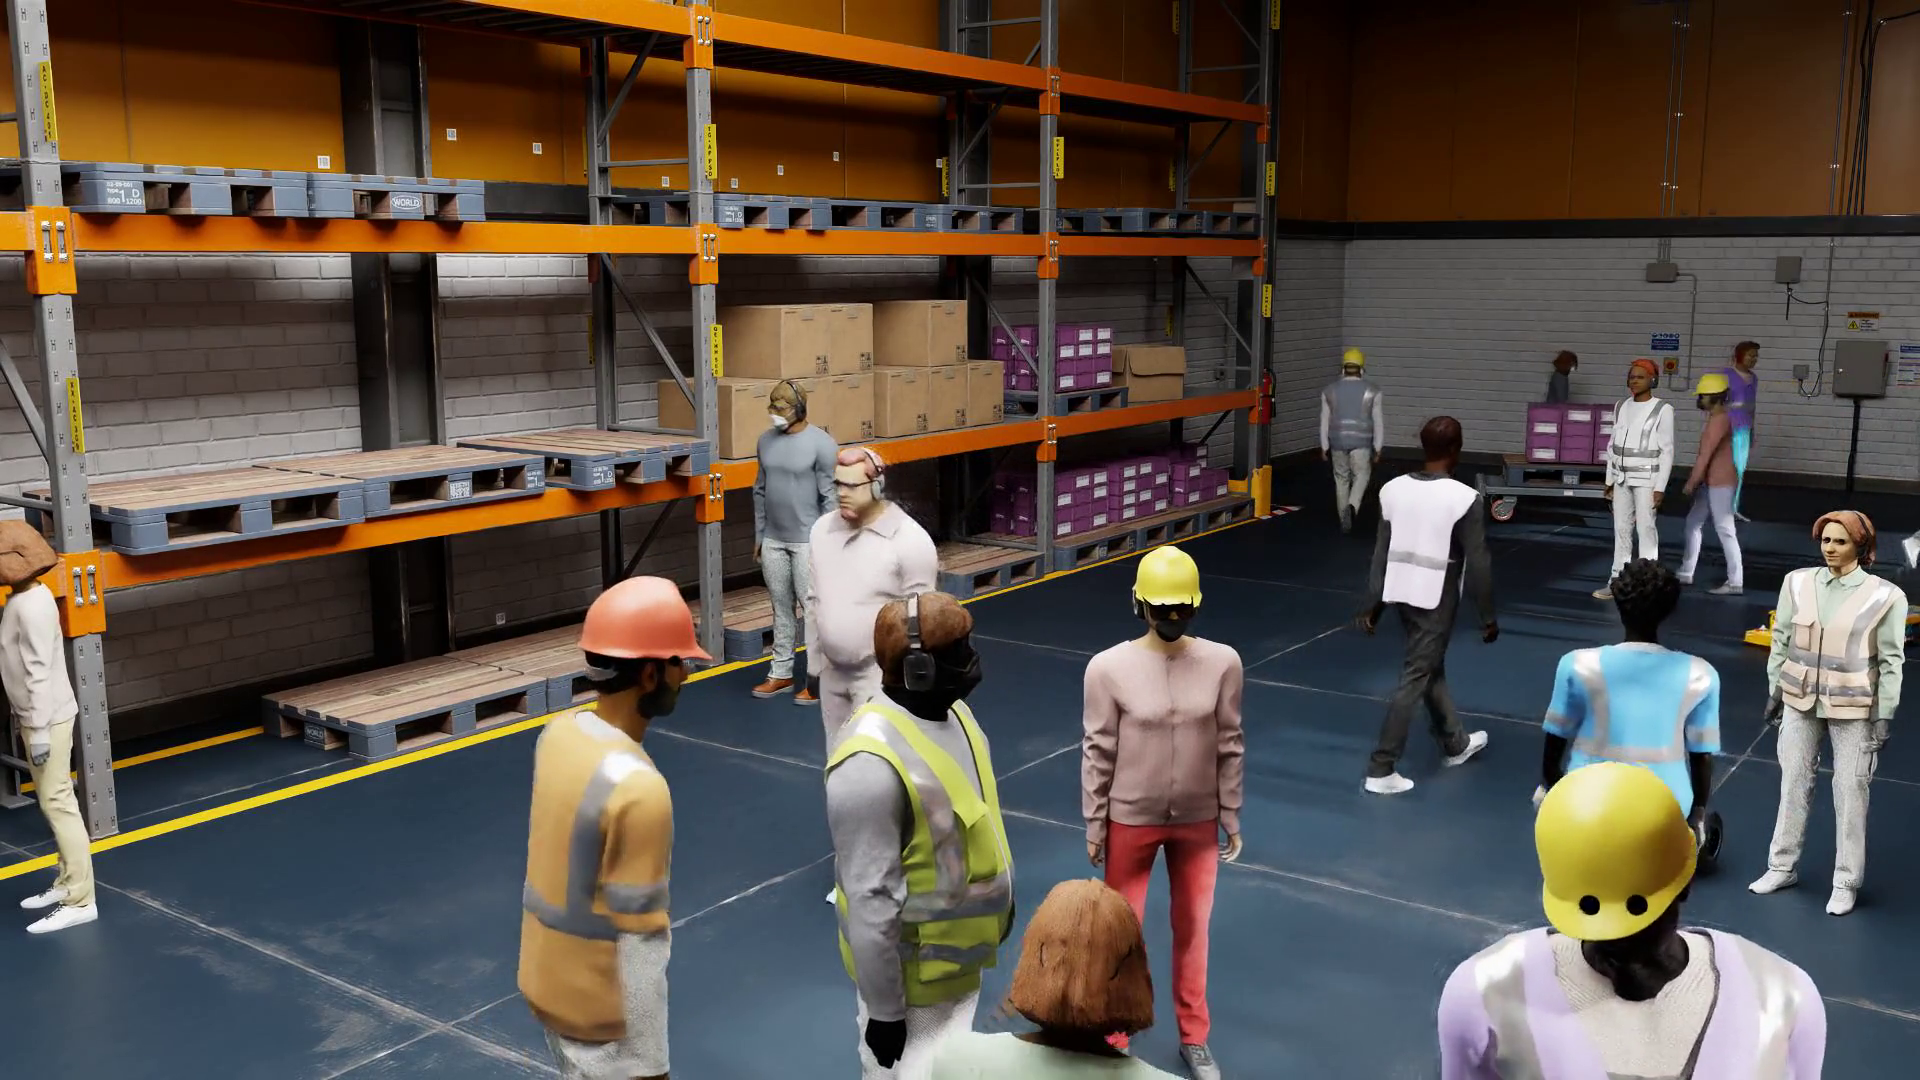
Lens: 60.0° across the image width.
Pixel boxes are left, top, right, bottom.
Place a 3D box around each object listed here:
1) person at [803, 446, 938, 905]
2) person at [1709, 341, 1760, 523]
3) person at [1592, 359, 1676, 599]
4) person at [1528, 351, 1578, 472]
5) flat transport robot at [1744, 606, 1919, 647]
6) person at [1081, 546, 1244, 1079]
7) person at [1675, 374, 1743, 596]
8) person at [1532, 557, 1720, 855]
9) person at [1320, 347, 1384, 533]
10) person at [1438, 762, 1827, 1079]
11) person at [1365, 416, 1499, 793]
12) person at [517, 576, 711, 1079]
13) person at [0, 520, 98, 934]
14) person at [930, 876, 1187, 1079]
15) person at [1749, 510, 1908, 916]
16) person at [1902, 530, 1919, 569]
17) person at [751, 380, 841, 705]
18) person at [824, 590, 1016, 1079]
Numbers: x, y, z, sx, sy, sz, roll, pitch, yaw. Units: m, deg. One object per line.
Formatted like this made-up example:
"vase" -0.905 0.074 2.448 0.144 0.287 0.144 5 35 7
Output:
"person" -0.346 0.526 7.009 0.670 1.883 0.746 7 12 37
"person" 7.781 -1.083 16.698 0.581 1.826 0.438 -6 11 -33
"person" 5.168 -0.441 12.732 0.349 1.884 0.584 -4 10 -24
"person" 7.042 -1.426 19.495 0.728 1.579 0.555 5 11 26
"flat transport robot" 6.108 0.585 11.418 1.431 0.197 0.652 -6 11 -33
"person" 0.639 0.882 5.233 0.519 1.761 0.334 -2 10 -11
"person" 5.868 -0.432 13.124 0.760 1.737 0.547 4 10 24
"person" 2.218 0.872 5.595 0.536 1.648 0.866 1 10 5
"person" 3.735 -0.941 15.915 0.605 1.813 0.687 4 10 23
"person" 1.066 1.247 2.698 0.615 1.885 0.496 1 10 7
"person" 2.382 0.307 8.354 1.049 1.858 0.613 -6 11 -33
"person" -0.791 1.034 3.853 0.440 1.926 0.641 -6 11 -34
"person" -3.646 0.724 6.574 0.285 1.625 0.497 -6 11 -33
"person" 0.197 1.351 2.912 0.510 1.598 0.797 3 10 16
"person" 3.524 0.686 6.740 0.309 1.641 0.513 -8 12 -38
"person" 8.297 -0.566 14.031 0.669 1.700 0.532 -2 10 -9
"person" -0.983 0.012 9.888 0.627 1.933 0.371 7 12 34
"person" -0.081 1.032 4.074 0.429 1.846 0.633 3 10 18
